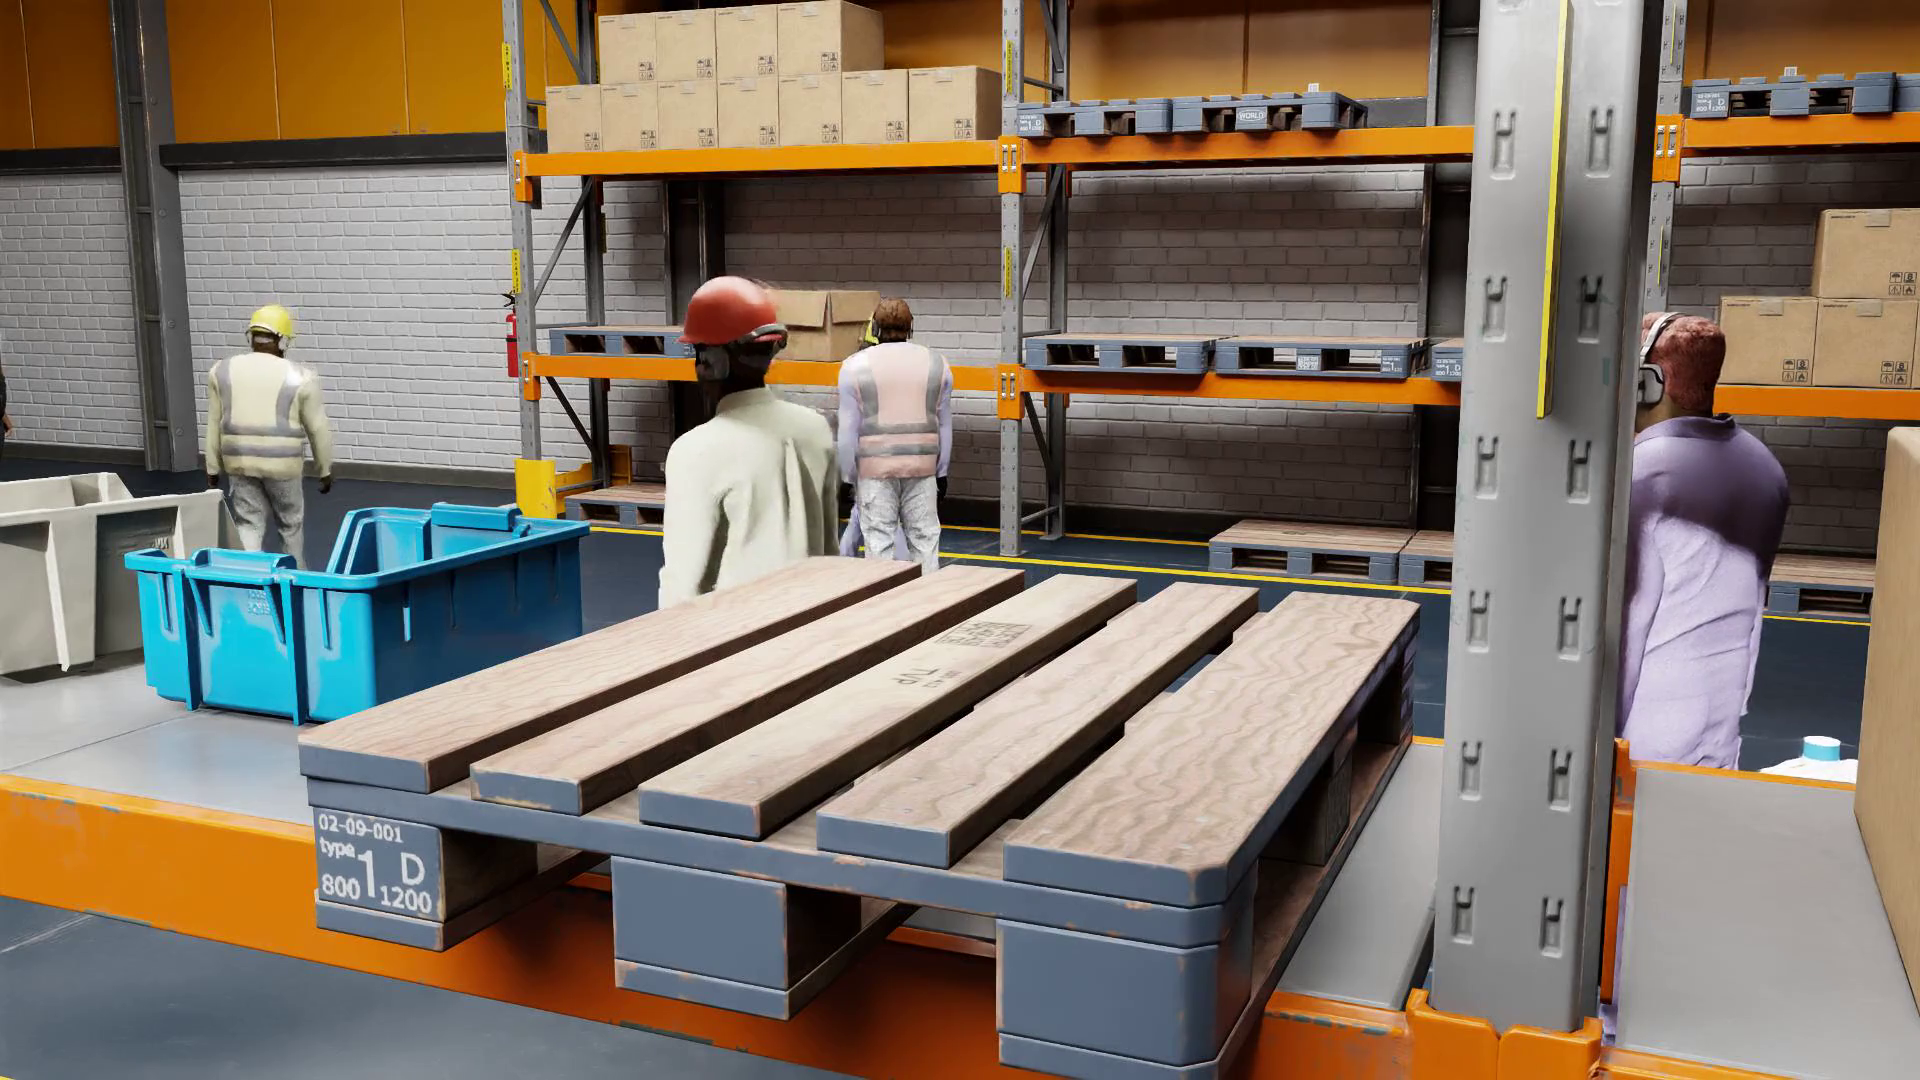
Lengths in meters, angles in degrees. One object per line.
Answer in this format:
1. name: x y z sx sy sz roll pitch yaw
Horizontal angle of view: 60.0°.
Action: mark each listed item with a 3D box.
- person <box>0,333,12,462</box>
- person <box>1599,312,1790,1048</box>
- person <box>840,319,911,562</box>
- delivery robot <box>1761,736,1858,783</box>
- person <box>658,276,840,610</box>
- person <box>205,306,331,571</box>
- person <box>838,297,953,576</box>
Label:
1. person: -6.793 -0.886 11.381 0.537 2.000 0.679 5 11 27
2. person: 1.677 0.407 4.037 0.652 1.906 0.403 -6 11 -34
3. person: -0.396 -0.444 9.678 0.884 1.713 0.516 4 10 22
4. delivery robot: 2.645 0.851 5.139 0.707 0.478 0.477 -4 10 -25
5. person: -0.586 0.292 4.486 0.435 1.982 0.642 6 11 31
6. person: -3.936 -0.433 9.491 0.640 1.785 0.850 -1 10 -6
7. person: -0.348 -0.358 8.811 0.624 1.845 0.430 -3 10 -16
